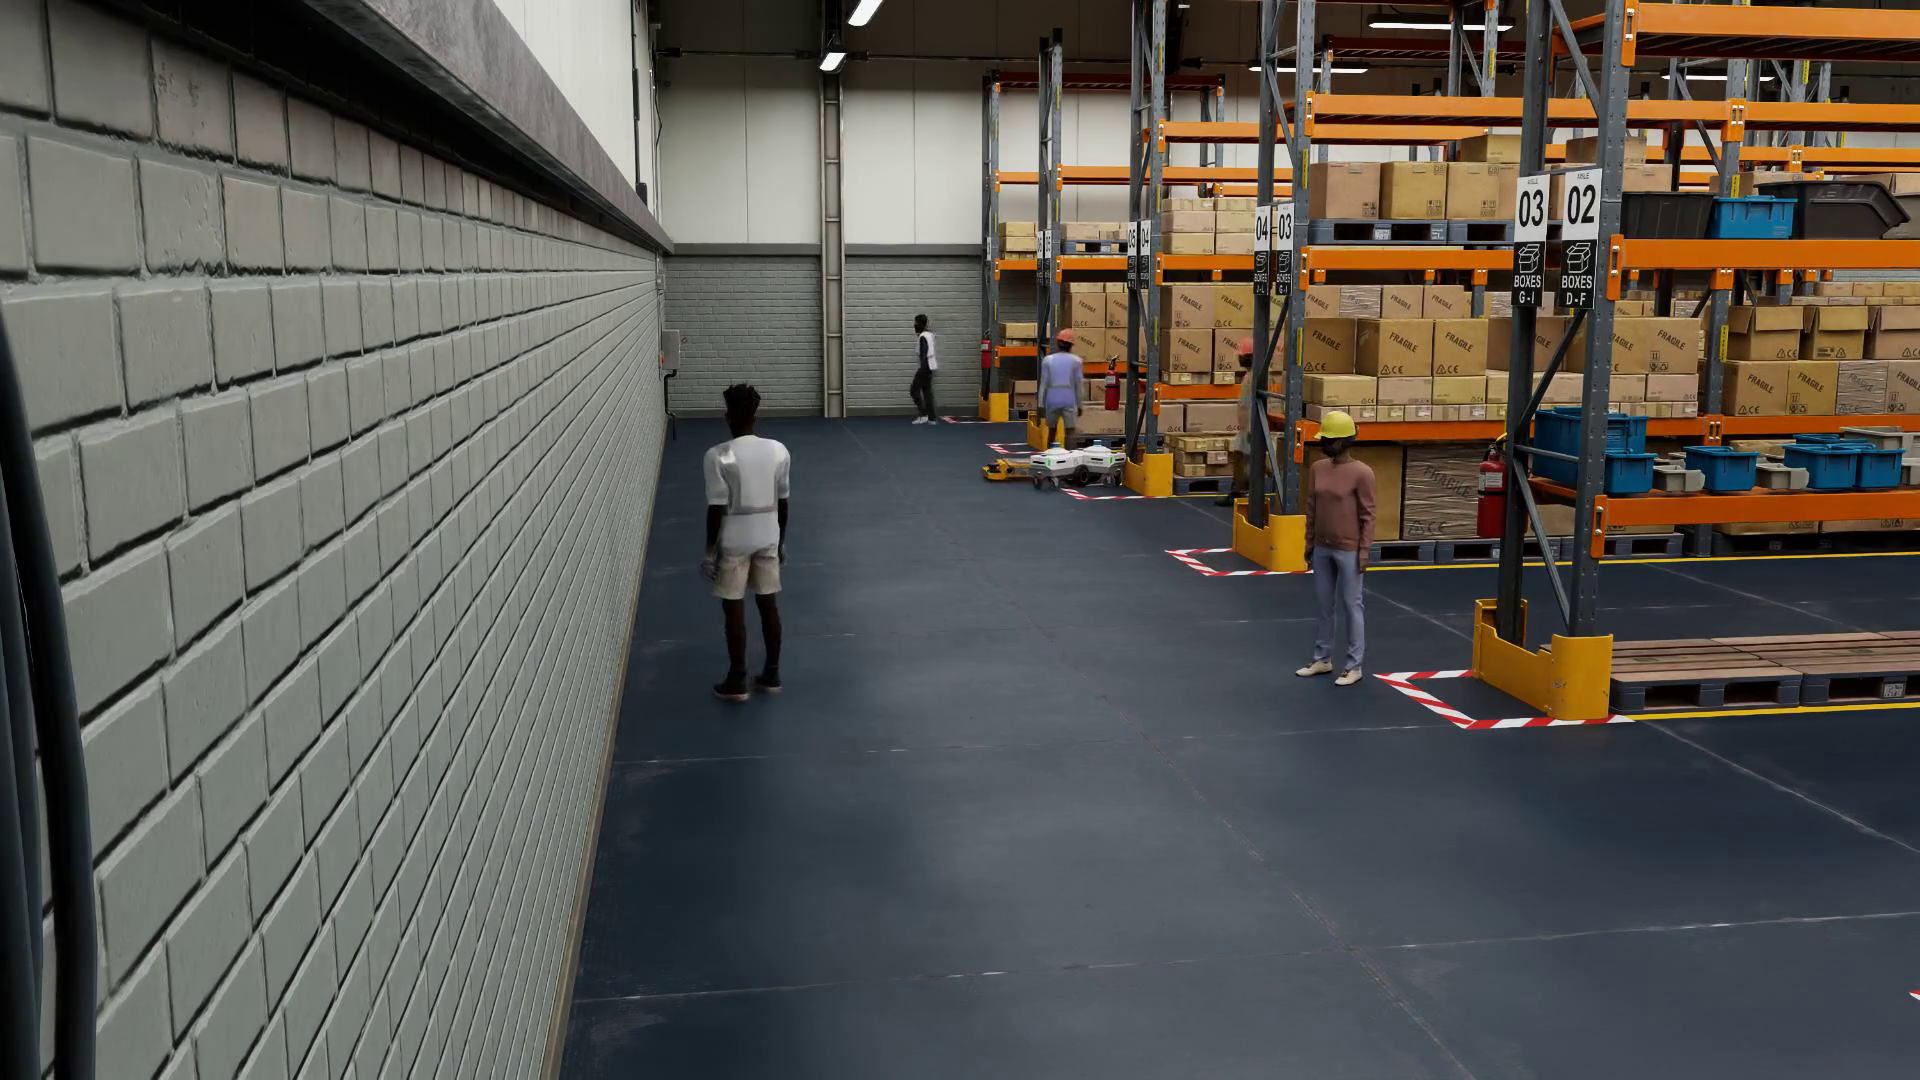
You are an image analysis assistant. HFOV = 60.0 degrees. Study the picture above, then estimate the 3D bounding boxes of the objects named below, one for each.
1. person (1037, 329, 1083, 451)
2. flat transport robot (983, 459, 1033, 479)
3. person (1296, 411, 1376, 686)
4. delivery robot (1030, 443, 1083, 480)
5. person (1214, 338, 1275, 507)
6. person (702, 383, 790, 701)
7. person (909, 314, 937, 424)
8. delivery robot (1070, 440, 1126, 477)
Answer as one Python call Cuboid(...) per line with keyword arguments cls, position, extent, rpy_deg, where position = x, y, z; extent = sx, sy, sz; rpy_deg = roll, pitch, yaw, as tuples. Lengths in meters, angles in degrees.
Cuboid(cls="person", position=(1.294, -1.801, 21.704), extent=(0.604, 1.906, 0.658), rpy_deg=(1, 9, 8))
Cuboid(cls="flat transport robot", position=(1.034, -0.918, 21.251), extent=(1.431, 0.197, 0.652), rpy_deg=(-1, 9, -5))
Cuboid(cls="person", position=(2.415, 0.052, 10.678), extent=(0.327, 1.765, 0.529), rpy_deg=(-6, 11, -35))
Cuboid(cls="delivery robot", position=(1.174, -0.944, 20.251), extent=(0.477, 0.478, 0.707), rpy_deg=(8, 12, 41))
Cuboid(cls="person", position=(3.311, -1.294, 18.547), extent=(0.827, 1.912, 0.553), rpy_deg=(0, 9, 3))
Cuboid(cls="person", position=(-1.326, 0.010, 10.312), extent=(0.613, 1.963, 0.361), rpy_deg=(-8, 12, -40))
Cuboid(cls="person", position=(-0.677, -2.926, 28.608), extent=(0.565, 1.898, 0.632), rpy_deg=(1, 9, 5))
Cuboid(cls="delivery robot", position=(1.695, -0.990, 20.536), extent=(0.707, 0.478, 0.477), rpy_deg=(8, 12, 41))
